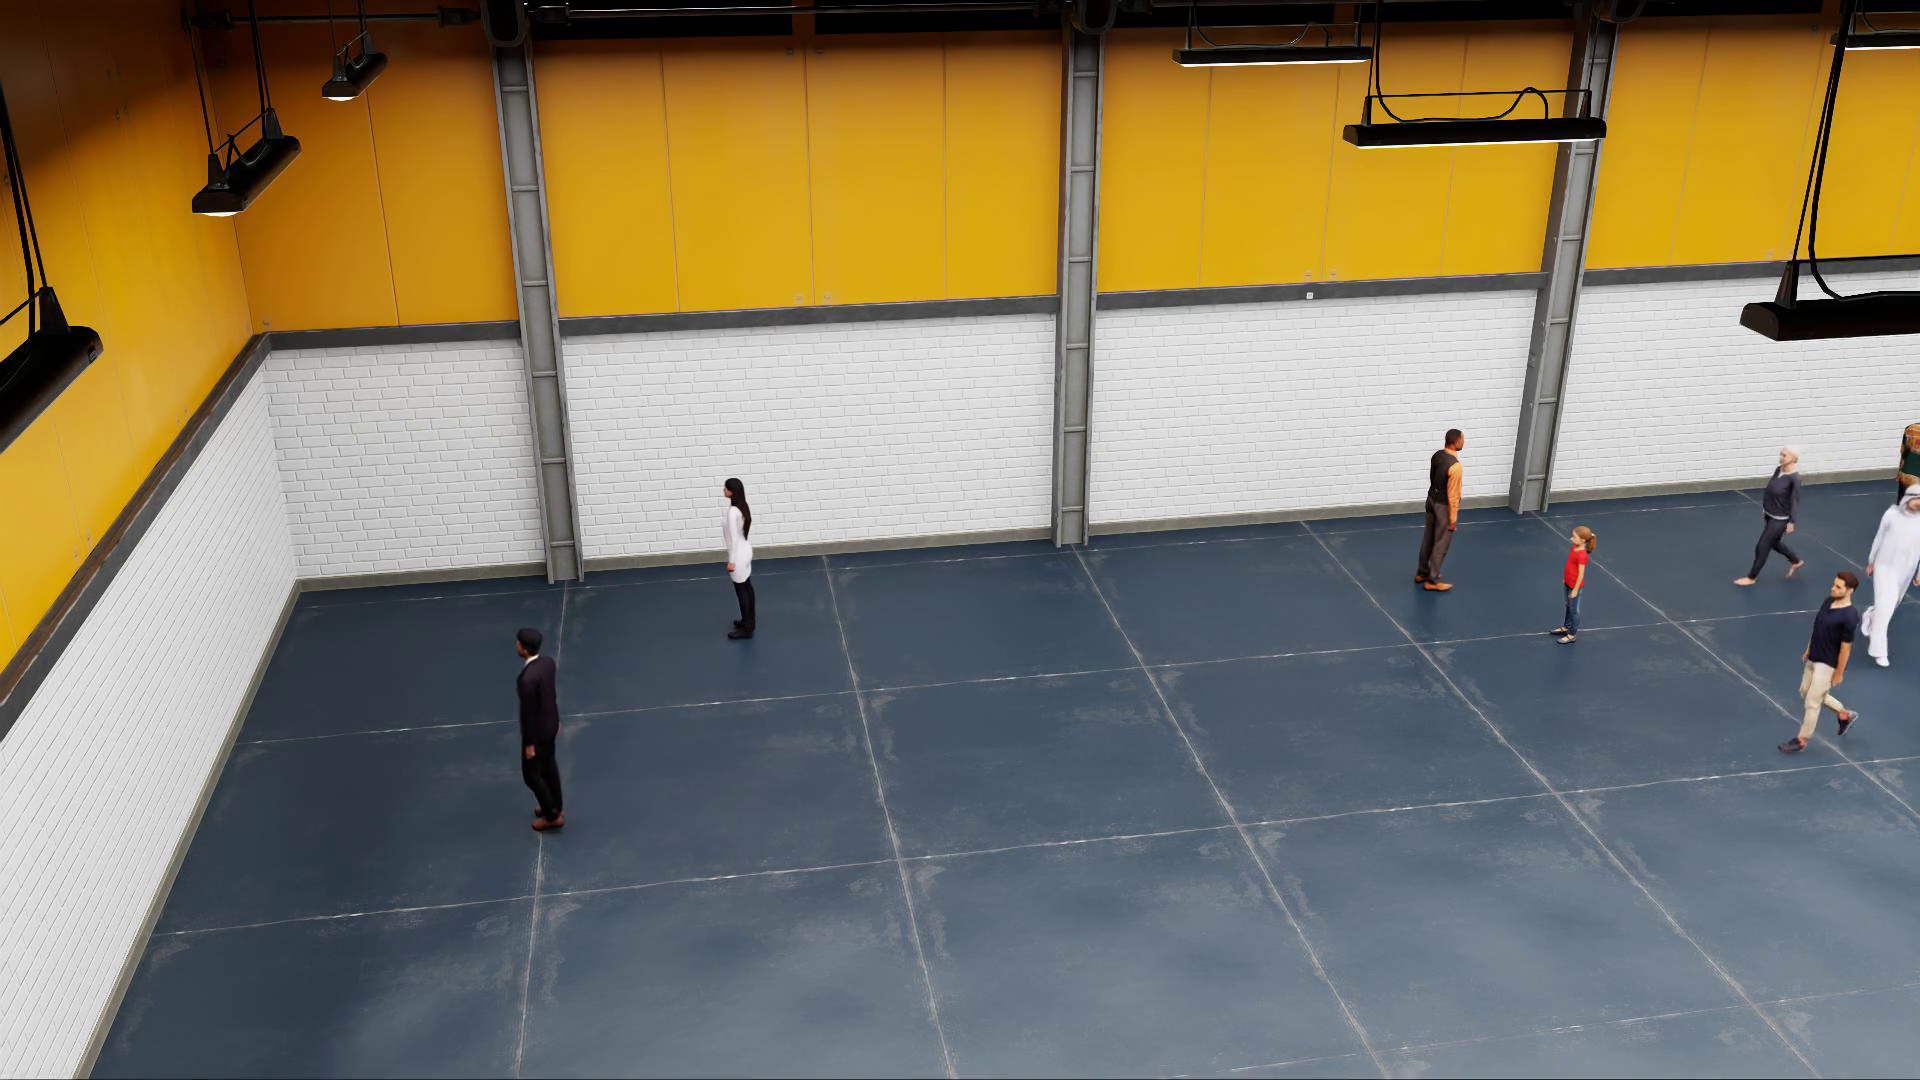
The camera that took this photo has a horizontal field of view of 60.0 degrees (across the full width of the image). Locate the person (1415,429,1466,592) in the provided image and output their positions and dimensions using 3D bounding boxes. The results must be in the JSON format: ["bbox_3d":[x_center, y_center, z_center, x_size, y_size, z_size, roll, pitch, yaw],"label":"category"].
[{"bbox_3d":[5.417,-0.355,18.736,0.615,1.909,0.693,-6,24,-13],"label":"person"}]

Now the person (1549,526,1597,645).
[{"bbox_3d":[6.516,0.460,17.617,0.549,1.311,0.530,1,24,3],"label":"person"}]

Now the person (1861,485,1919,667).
[{"bbox_3d":[9.705,0.281,17.312,1.304,1.883,1.087,5,24,11],"label":"person"}]

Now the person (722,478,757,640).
[{"bbox_3d":[-2.331,0.183,17.630,0.636,1.807,0.669,4,24,9],"label":"person"}]

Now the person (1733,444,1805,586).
[{"bbox_3d":[9.338,-0.278,18.827,1.077,1.694,0.654,-2,24,-4],"label":"person"}]

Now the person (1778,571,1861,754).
[{"bbox_3d":[8.102,1.132,15.419,1.029,1.841,0.752,-1,24,-2],"label":"person"}]

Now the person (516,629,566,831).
[{"bbox_3d":[-3.575,1.626,14.242,0.732,1.877,0.802,4,24,9],"label":"person"}]
